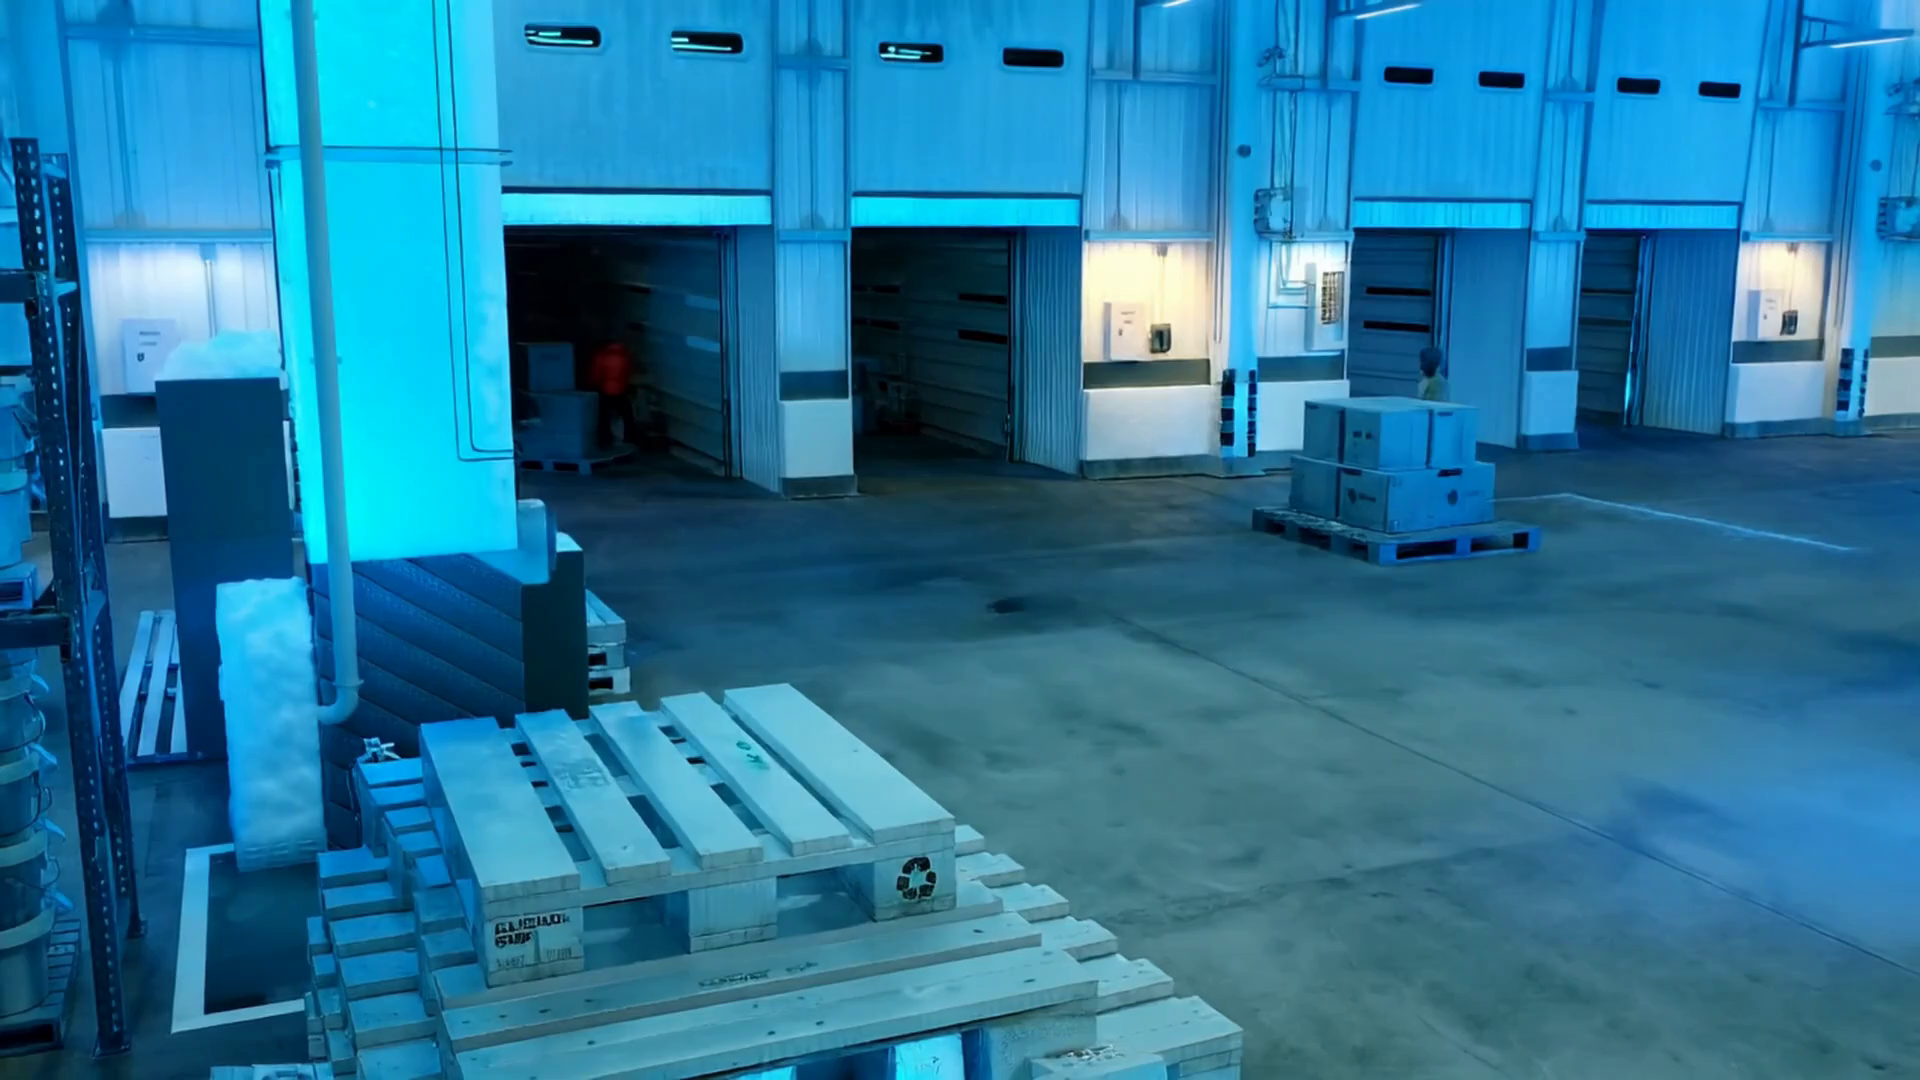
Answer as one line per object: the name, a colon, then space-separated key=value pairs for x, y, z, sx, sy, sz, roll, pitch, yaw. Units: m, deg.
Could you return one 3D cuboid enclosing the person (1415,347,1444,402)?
person: x=4.799 y=-1.114 z=16.694 sx=0.793 sy=1.664 sz=0.521 roll=2 pitch=10 yaw=11
